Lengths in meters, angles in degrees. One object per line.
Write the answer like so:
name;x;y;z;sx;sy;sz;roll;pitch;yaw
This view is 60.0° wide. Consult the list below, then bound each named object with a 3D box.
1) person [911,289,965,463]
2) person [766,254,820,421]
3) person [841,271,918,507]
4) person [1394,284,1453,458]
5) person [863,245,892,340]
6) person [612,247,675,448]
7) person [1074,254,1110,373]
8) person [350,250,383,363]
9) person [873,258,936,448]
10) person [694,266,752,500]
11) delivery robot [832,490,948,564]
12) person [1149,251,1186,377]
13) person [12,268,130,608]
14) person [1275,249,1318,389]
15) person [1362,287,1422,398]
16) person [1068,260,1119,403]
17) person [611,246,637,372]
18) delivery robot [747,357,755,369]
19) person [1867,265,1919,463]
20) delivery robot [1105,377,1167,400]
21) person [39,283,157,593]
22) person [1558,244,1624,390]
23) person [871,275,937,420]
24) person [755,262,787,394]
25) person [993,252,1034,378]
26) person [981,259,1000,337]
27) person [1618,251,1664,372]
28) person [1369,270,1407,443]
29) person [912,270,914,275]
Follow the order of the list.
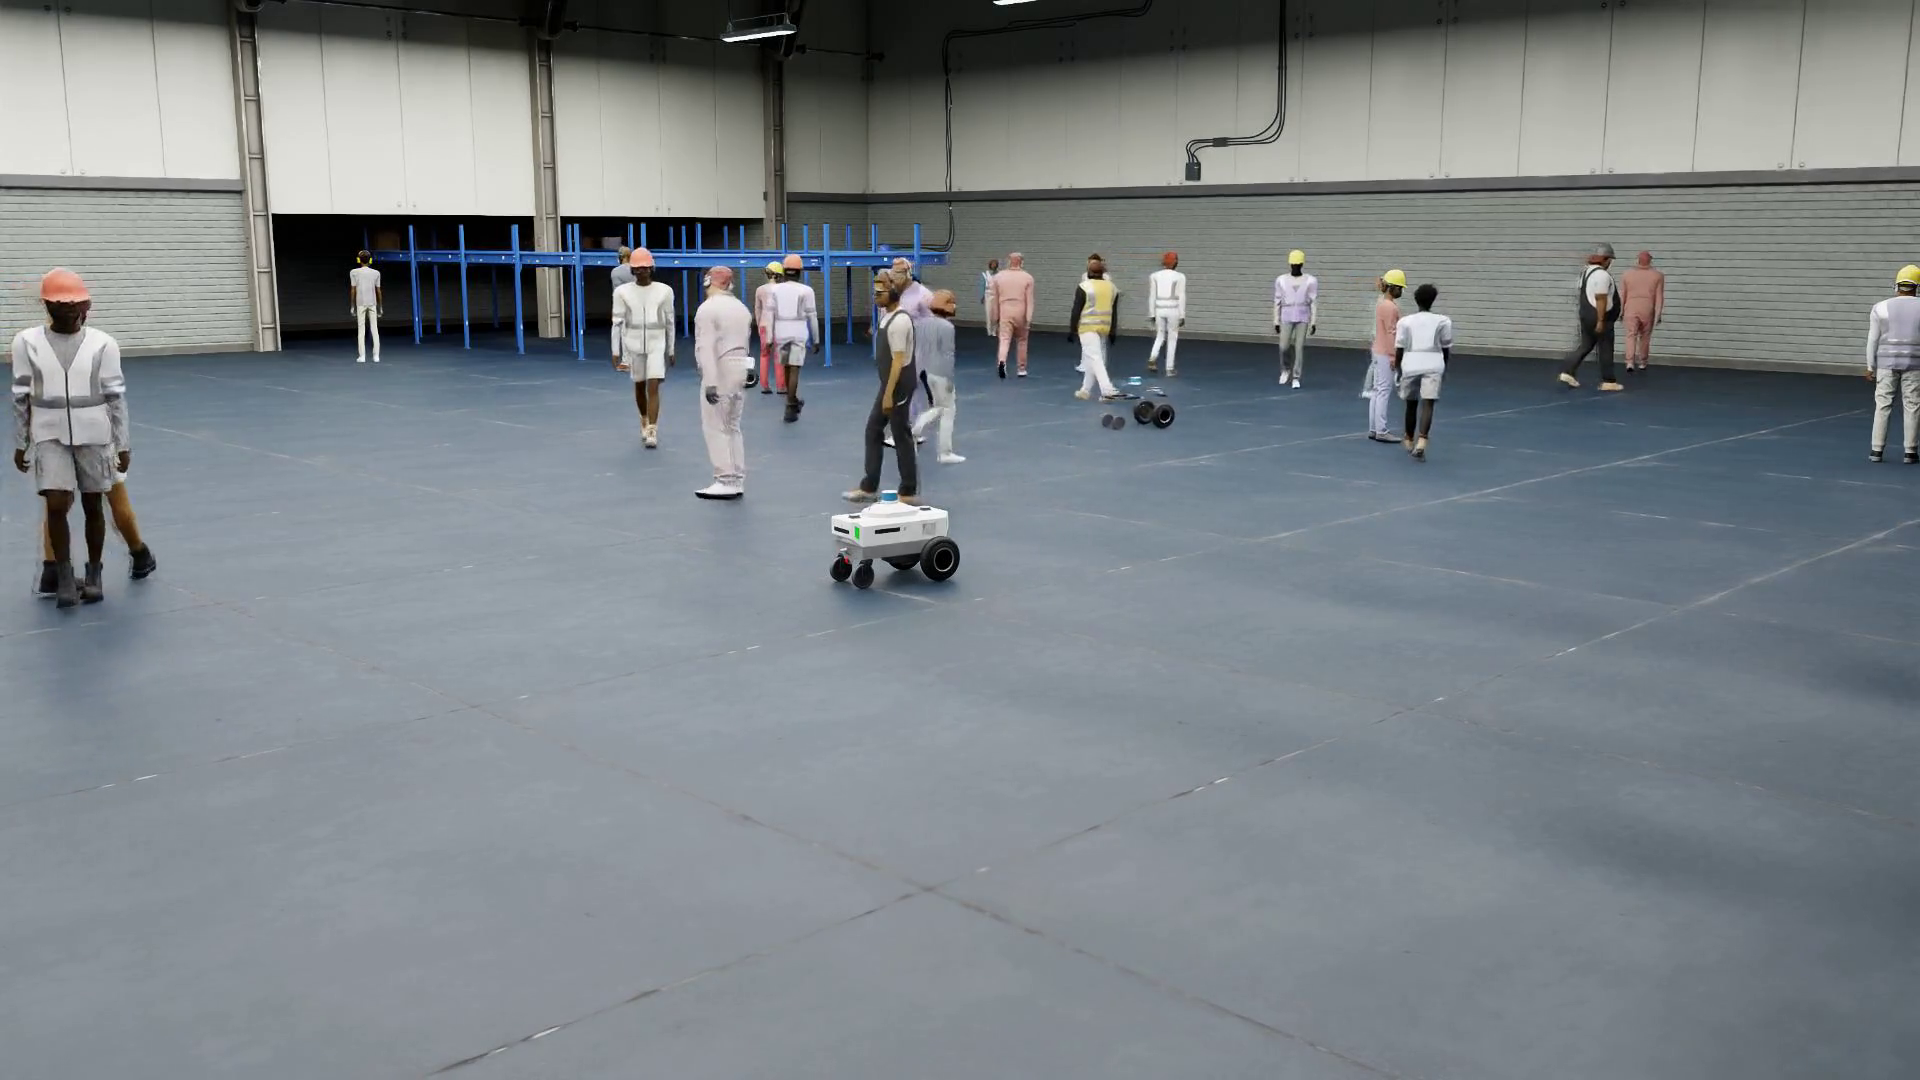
person;-0.228;-1.518;15.448;0.489;1.616;0.517;-6;12;-29
person;-1.917;-2.352;19.271;0.581;1.880;0.992;2;11;13
person;-0.636;-1.148;12.852;0.682;1.828;0.547;-3;11;-16
person;4.428;-1.621;15.944;0.533;1.651;0.849;4;11;22
person;-1.516;-4.959;33.439;0.970;1.897;0.617;9;13;39
person;-3.214;-1.971;16.922;0.627;1.996;1.055;-1;10;-8
person;2.042;-3.455;25.450;0.519;1.826;0.870;7;12;33
person;-9.972;-3.925;27.933;0.517;1.865;0.329;-6;12;-28
person;-0.621;-1.840;16.513;0.685;1.870;0.873;9;14;40
person;-1.929;-1.275;13.478;0.475;1.865;0.752;5;11;25
delivery robot;-0.433;-0.065;10.295;0.707;0.478;0.477;-7;13;-34
person;3.110;-3.395;25.000;0.575;1.873;0.478;7;13;35
person;-5.048;-0.571;9.453;0.598;1.919;0.704;-5;12;-26
person;4.663;-3.067;23.112;0.590;1.915;0.413;2;11;13
person;5.640;-2.611;21.490;0.866;1.584;0.510;0;10;2
person;1.744;-2.677;21.273;0.621;1.805;0.928;-7;13;-34
person;-5.203;-3.615;26.019;0.373;1.940;0.629;8;13;36
delivery robot;-3.248;-2.449;23.299;0.707;0.478;0.477;-5;12;-26
person;8.809;-1.644;15.561;0.586;1.833;0.403;6;12;30
delivery robot;1.958;-1.695;18.479;0.698;0.223;0.335;-5;11;-23
person;-5.318;-0.645;10.029;0.567;1.872;0.857;1;10;4
person;8.750;-3.084;22.961;0.868;2.000;0.695;0;10;-2
person;-0.624;-2.195;19.021;0.840;1.655;0.556;1;10;3
person;-2.492;-2.831;22.248;0.526;1.757;0.343;6;12;30
person;0.789;-3.340;24.695;0.639;1.870;0.871;2;11;12
person;0.714;-5.001;34.467;0.535;1.601;0.806;-1;10;-7
person;10.611;-3.563;25.955;0.654;1.866;0.969;5;11;25
person;4.410;-1.893;17.123;0.321;1.761;0.522;0;10;0
person;-1.161;-5.136;34.969;0.531;1.697;0.320;-6;12;-28
